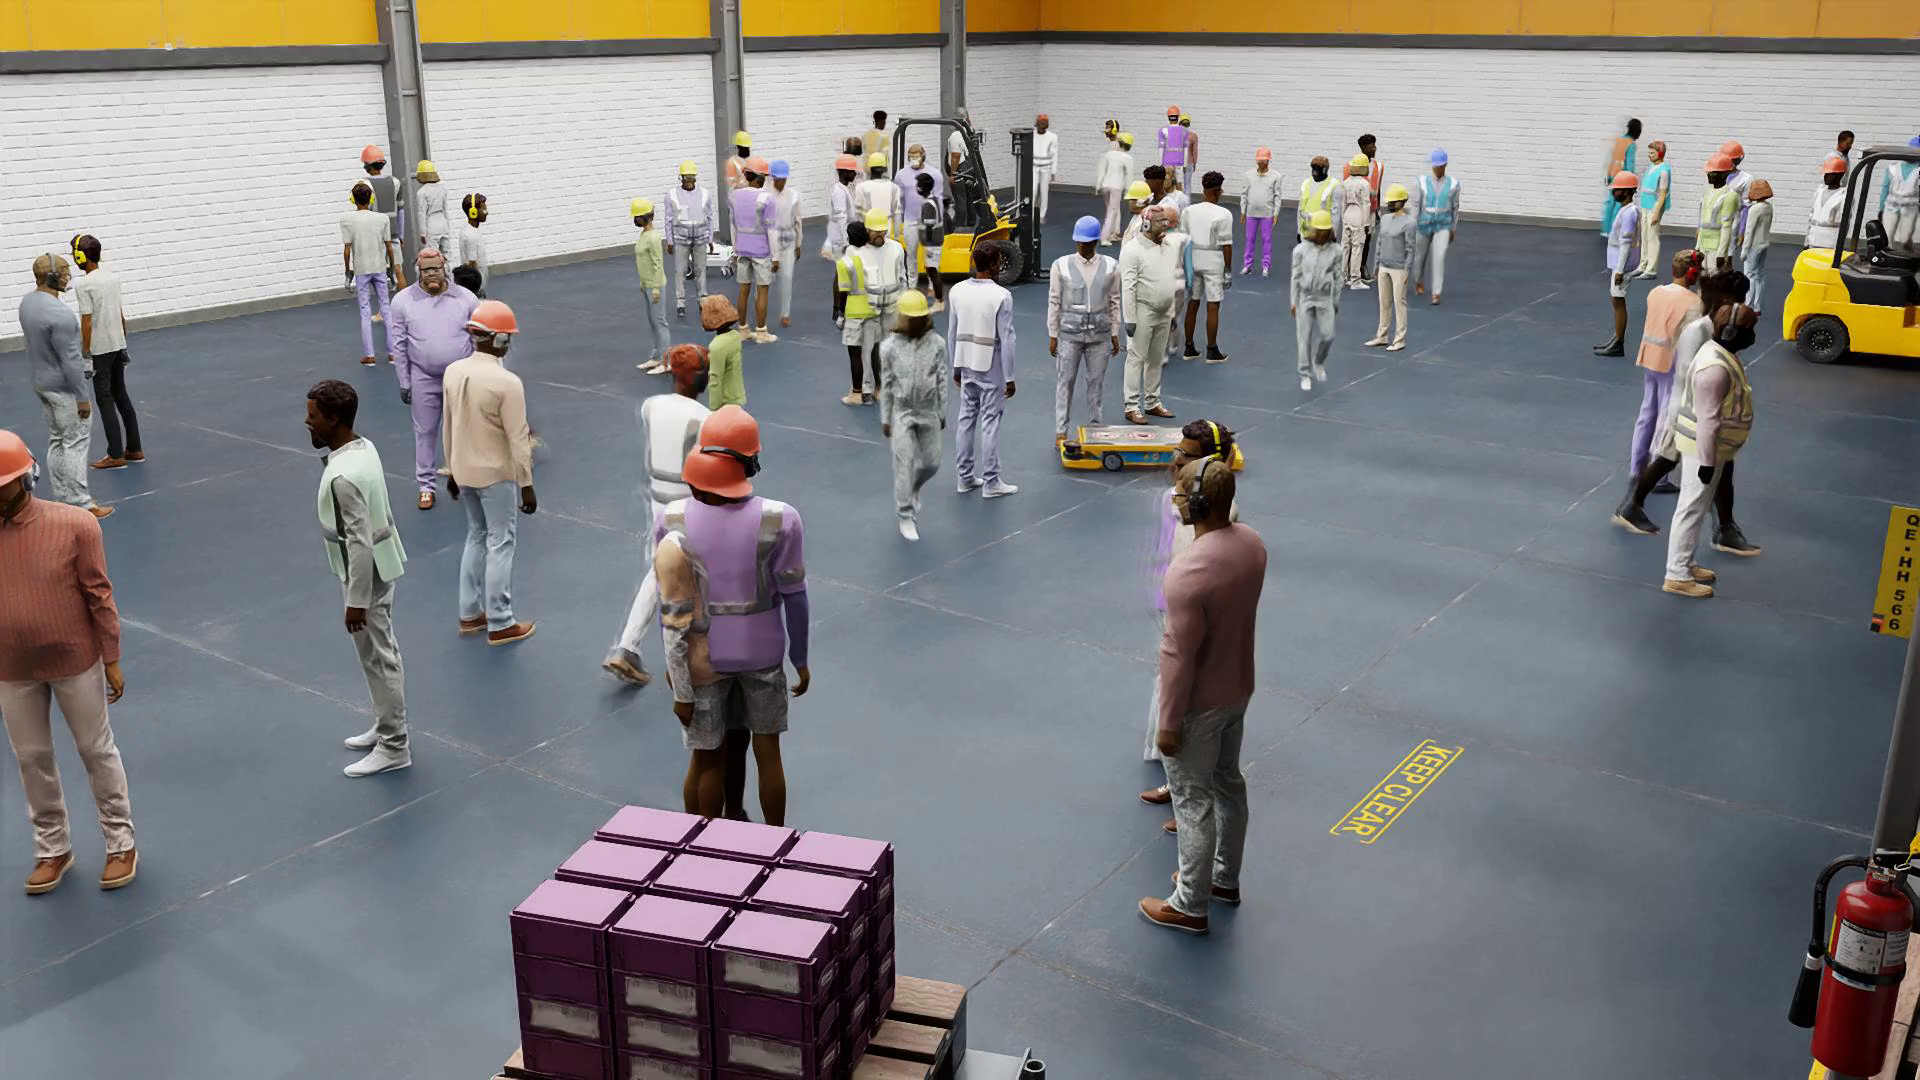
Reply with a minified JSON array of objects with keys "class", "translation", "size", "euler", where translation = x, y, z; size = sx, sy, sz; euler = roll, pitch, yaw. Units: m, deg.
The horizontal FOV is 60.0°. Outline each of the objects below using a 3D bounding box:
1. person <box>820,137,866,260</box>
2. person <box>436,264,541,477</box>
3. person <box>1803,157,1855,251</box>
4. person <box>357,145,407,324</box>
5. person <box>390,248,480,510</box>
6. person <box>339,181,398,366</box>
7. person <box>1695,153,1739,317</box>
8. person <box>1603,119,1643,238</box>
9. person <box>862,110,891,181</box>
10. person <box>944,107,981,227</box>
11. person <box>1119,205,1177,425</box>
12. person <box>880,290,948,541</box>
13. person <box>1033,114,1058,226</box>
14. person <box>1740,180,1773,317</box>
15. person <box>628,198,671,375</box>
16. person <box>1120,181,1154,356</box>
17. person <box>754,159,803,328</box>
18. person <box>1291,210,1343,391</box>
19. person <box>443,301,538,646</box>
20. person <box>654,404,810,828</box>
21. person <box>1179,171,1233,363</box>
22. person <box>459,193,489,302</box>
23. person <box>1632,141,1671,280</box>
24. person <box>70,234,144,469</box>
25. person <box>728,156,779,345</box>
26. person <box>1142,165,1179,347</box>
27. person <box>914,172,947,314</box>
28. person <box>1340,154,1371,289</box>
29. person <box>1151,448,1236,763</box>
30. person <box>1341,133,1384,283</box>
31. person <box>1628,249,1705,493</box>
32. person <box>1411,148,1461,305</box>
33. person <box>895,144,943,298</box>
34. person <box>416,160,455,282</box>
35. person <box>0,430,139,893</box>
[{"class":"person","translation":[-1.581,-4.936,24.119],"size":[1.007,1.793,0.623],"euler":[-1,18,-4]},{"class":"person","translation":[-3.757,-1.357,13.116],"size":[0.843,1.662,0.538],"euler":[-9,20,-27]},{"class":"person","translation":[9.917,-3.414,19.103],"size":[0.359,1.938,0.545],"euler":[-6,19,-18]},{"class":"person","translation":[-6.736,-3.545,19.346],"size":[0.381,2.045,0.616],"euler":[12,21,33]},{"class":"person","translation":[-3.785,-1.177,12.155],"size":[0.643,1.910,0.400],"euler":[-7,19,-20]},{"class":"person","translation":[-6.056,-2.730,17.071],"size":[0.531,1.870,0.318],"euler":[-10,20,-27]},{"class":"person","translation":[8.334,-3.264,18.482],"size":[0.412,2.036,0.607],"euler":[0,18,-1]},{"class":"person","translation":[10.543,-5.779,26.609],"size":[0.387,1.879,0.738],"euler":[-1,18,-2]},{"class":"person","translation":[-1.366,-6.194,27.796],"size":[0.605,1.941,0.474],"euler":[12,22,34]},{"class":"person","translation":[0.001,-5.945,26.852],"size":[0.536,2.000,0.681],"euler":[13,22,34]},{"class":"person","translation":[1.693,-1.993,14.700],"size":[0.643,1.913,0.410],"euler":[-16,24,-40]},{"class":"person","translation":[-0.335,-0.893,11.566],"size":[0.488,1.730,0.543],"euler":[-6,19,-19]},{"class":"person","translation":[1.351,-6.236,28.067],"size":[0.584,1.841,0.873],"euler":[3,18,8]},{"class":"person","translation":[9.389,-3.429,19.659],"size":[0.502,1.628,0.288],"euler":[-15,23,-39]},{"class":"person","translation":[-3.111,-2.539,16.657],"size":[0.335,1.759,0.523],"euler":[-8,19,-23]},{"class":"person","translation":[1.888,-2.852,17.519],"size":[0.404,1.827,0.600],"euler":[-2,18,-5]},{"class":"person","translation":[-2.135,-3.439,19.227],"size":[0.625,1.922,0.718],"euler":[-7,19,-22]},{"class":"person","translation":[3.409,-2.296,15.952],"size":[0.489,1.729,0.388],"euler":[1,18,3]},{"class":"person","translation":[-2.680,-0.386,9.589],"size":[0.652,1.969,0.476],"euler":[13,22,35]},{"class":"person","translation":[-0.920,0.448,6.851],"size":[0.615,2.043,0.373],"euler":[0,18,0]},{"class":"person","translation":[2.549,-2.818,17.193],"size":[0.614,1.962,0.366],"euler":[14,23,37]},{"class":"person","translation":[-4.654,-2.407,16.094],"size":[0.331,1.857,0.505],"euler":[-5,18,-16]},{"class":"person","translation":[9.379,-4.452,22.501],"size":[0.389,1.842,0.566],"euler":[1,18,2]},{"class":"person","translation":[-6.821,-1.492,13.233],"size":[0.346,1.856,0.527],"euler":[2,18,7]},{"class":"person","translation":[-2.214,-3.143,18.113],"size":[0.611,2.030,0.409],"euler":[10,20,29]},{"class":"person","translation":[2.138,-3.074,18.021],"size":[0.394,1.954,0.611],"euler":[-6,19,-19]},{"class":"person","translation":[-0.343,-3.568,19.987],"size":[0.390,1.682,0.569],"euler":[1,18,2]},{"class":"person","translation":[5.189,-4.163,21.759],"size":[0.296,1.744,0.485],"euler":[-10,20,-28]},{"class":"person","translation":[1.204,0.308,7.985],"size":[0.615,1.616,0.506],"euler":[-2,18,-7]},{"class":"person","translation":[5.366,-4.417,22.190],"size":[0.613,1.965,0.361],"euler":[-6,19,-19]},{"class":"person","translation":[5.328,-1.267,12.553],"size":[0.388,1.837,0.561],"euler":[-4,18,-13]},{"class":"person","translation":[5.924,-3.947,20.831],"size":[0.600,1.916,0.971],"euler":[3,18,10]},{"class":"person","translation":[-0.519,-4.042,21.088],"size":[0.637,1.929,0.367],"euler":[4,18,12]},{"class":"person","translation":[-6.635,-3.897,20.949],"size":[0.321,1.737,0.488],"euler":[10,20,27]},{"class":"person","translation":[-3.751,0.504,6.787],"size":[0.626,1.981,0.410],"euler":[-4,18,-12]}]
